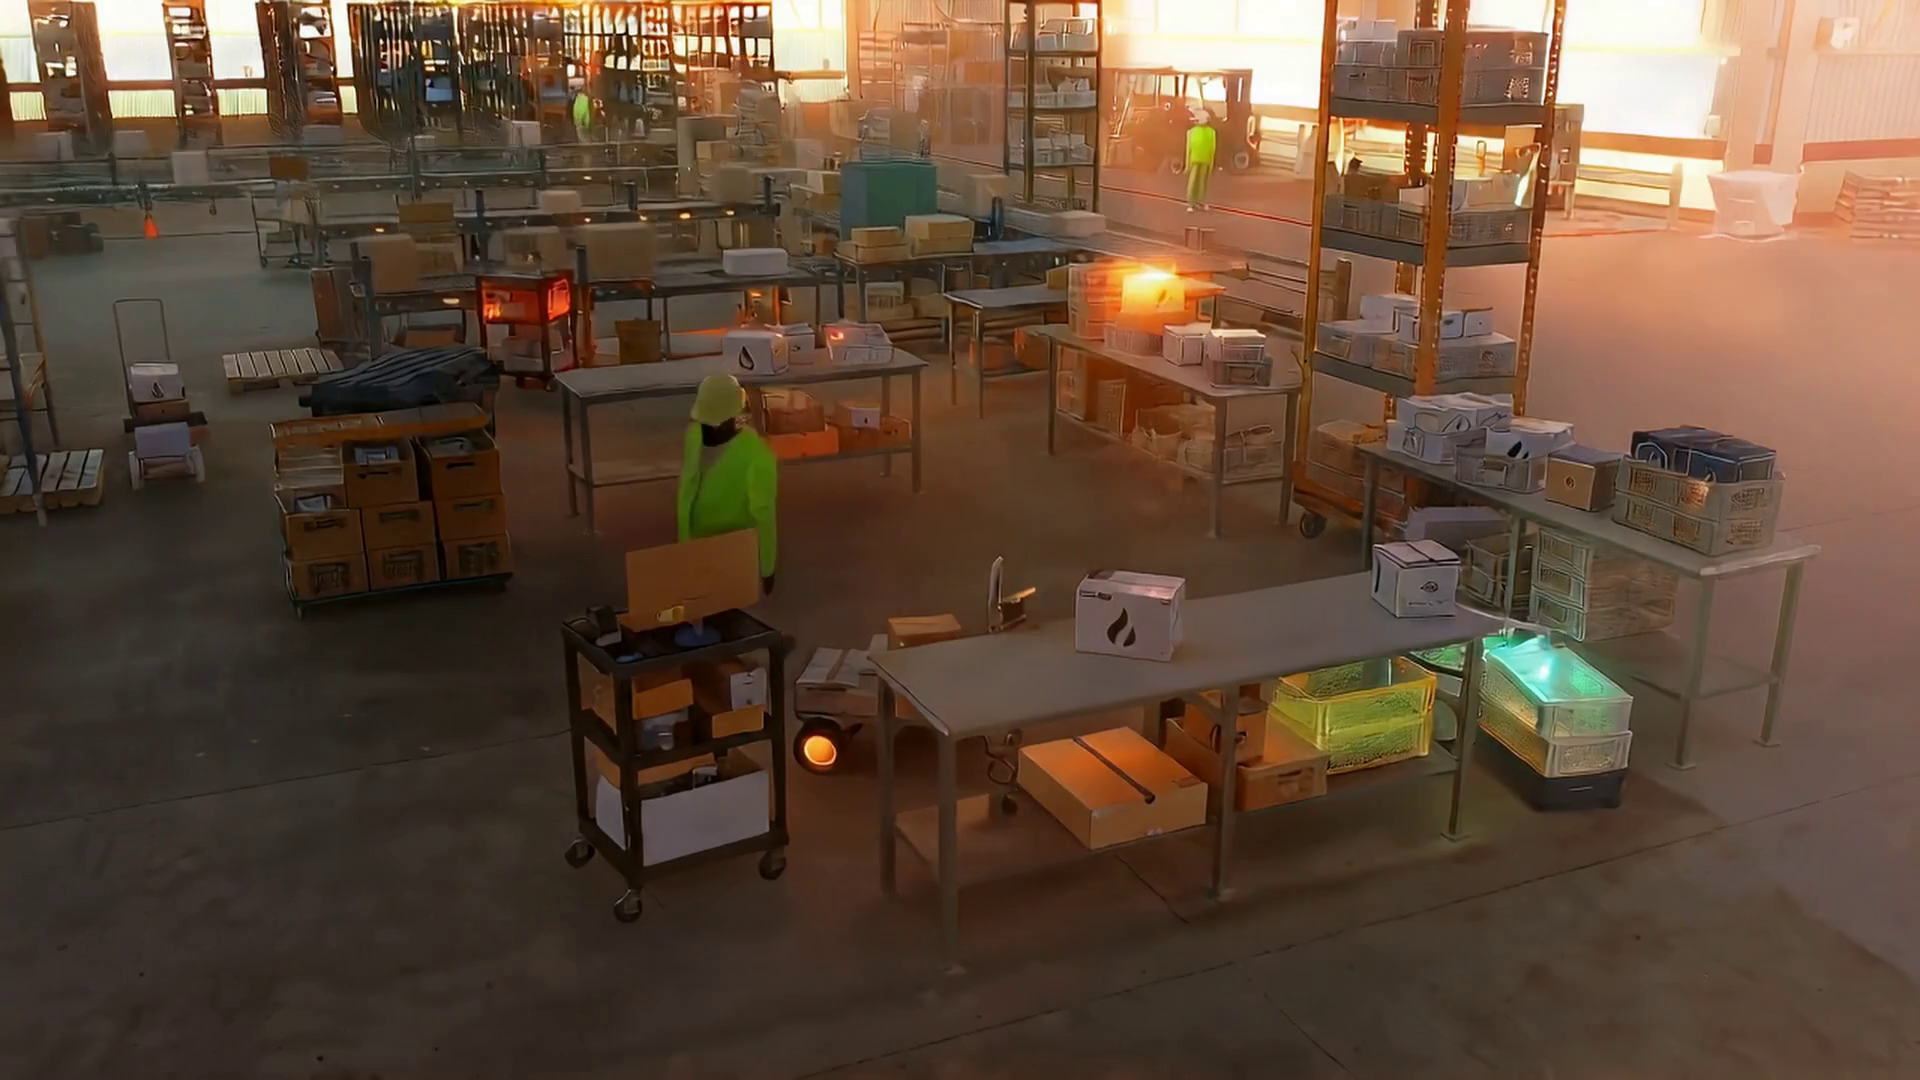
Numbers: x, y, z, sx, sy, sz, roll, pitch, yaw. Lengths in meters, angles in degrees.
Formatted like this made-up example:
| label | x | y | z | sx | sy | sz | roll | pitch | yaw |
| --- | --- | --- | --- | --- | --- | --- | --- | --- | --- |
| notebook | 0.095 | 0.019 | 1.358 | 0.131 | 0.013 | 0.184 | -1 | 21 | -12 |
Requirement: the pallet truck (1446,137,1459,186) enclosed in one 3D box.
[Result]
| label | x | y | z | sx | sy | sz | roll | pitch | yaw |
| --- | --- | --- | --- | --- | --- | --- | --- | --- | --- |
| pallet truck | 9.184 | -6.485 | 29.328 | 1.630 | 1.274 | 0.653 | -8 | 19 | -23 |

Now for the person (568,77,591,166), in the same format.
| label | x | y | z | sx | sy | sz | roll | pitch | yaw |
| --- | --- | --- | --- | --- | --- | --- | --- | --- | --- |
| person | -8.041 | -8.736 | 35.215 | 0.397 | 2.043 | 0.609 | -6 | 19 | -19 |

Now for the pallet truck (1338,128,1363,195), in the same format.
| label | x | y | z | sx | sy | sz | roll | pitch | yaw |
| --- | --- | --- | --- | --- | --- | --- | --- | --- | --- |
| pallet truck | 7.845 | -7.140 | 31.411 | 1.522 | 1.261 | 0.704 | -9 | 20 | -25 |

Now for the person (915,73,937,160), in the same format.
| label | x | y | z | sx | sy | sz | roll | pitch | yaw |
| --- | --- | --- | --- | --- | --- | --- | --- | --- | --- |
| person | -0.794 | -9.910 | 38.990 | 0.611 | 1.995 | 0.375 | -15 | 23 | -39 |

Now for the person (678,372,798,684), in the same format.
| label | x | y | z | sx | sy | sz | roll | pitch | yaw |
| --- | --- | --- | --- | --- | --- | --- | --- | --- | --- |
| person | -1.069 | 0.019 | 8.051 | 0.669 | 1.783 | 0.655 | -15 | 23 | -40 |

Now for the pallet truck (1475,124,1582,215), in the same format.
| label | x | y | z | sx | sy | sz | roll | pitch | yaw |
| --- | --- | --- | --- | --- | --- | --- | --- | --- | --- |
| pallet truck | 9.707 | -6.455 | 28.103 | 1.885 | 1.965 | 0.823 | -7 | 19 | -20 |

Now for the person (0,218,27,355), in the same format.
| label | x | y | z | sx | sy | sz | roll | pitch | yaw |
| --- | --- | --- | --- | --- | --- | --- | --- | --- | --- |
| person | -8.823 | -2.313 | 15.170 | 0.582 | 1.921 | 0.404 | -2 | 18 | -7 |

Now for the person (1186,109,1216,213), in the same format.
| label | x | y | z | sx | sy | sz | roll | pitch | yaw |
| --- | --- | --- | --- | --- | --- | --- | --- | --- | --- |
| person | 4.176 | -6.556 | 28.798 | 0.526 | 1.768 | 0.331 | -4 | 18 | -13 |

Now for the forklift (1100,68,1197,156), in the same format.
| label | x | y | z | sx | sy | sz | roll | pitch | yaw |
| --- | --- | --- | --- | --- | --- | --- | --- | --- | --- |
| forklift | 4.082 | -9.564 | 37.410 | 2.680 | 1.987 | 1.157 | -8 | 19 | -23 |

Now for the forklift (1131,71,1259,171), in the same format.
| label | x | y | z | sx | sy | sz | roll | pitch | yaw |
| --- | --- | --- | --- | --- | --- | --- | --- | --- | --- |
| forklift | 4.998 | -8.936 | 35.413 | 2.680 | 1.987 | 1.157 | -9 | 20 | -25 |

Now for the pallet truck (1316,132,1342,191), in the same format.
| label | x | y | z | sx | sy | sz | roll | pitch | yaw |
| --- | --- | --- | --- | --- | --- | --- | --- | --- | --- |
| pallet truck | 7.723 | -7.504 | 32.656 | 1.601 | 1.201 | 0.680 | -8 | 19 | -23 |

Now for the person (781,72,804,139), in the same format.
| label | x | y | z | sx | sy | sz | roll | pitch | yaw |
| --- | --- | --- | --- | --- | --- | --- | --- | --- | --- |
| person | -4.465 | -11.518 | 44.327 | 0.592 | 1.827 | 0.444 | -2 | 18 | -5 |

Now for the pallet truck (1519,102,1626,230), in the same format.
| label | x | y | z | sx | sy | sz | roll | pitch | yaw |
| --- | --- | --- | --- | --- | --- | --- | --- | --- | --- |
| pallet truck | 9.972 | -6.037 | 26.785 | 1.885 | 1.965 | 0.823 | -9 | 20 | -25 |
